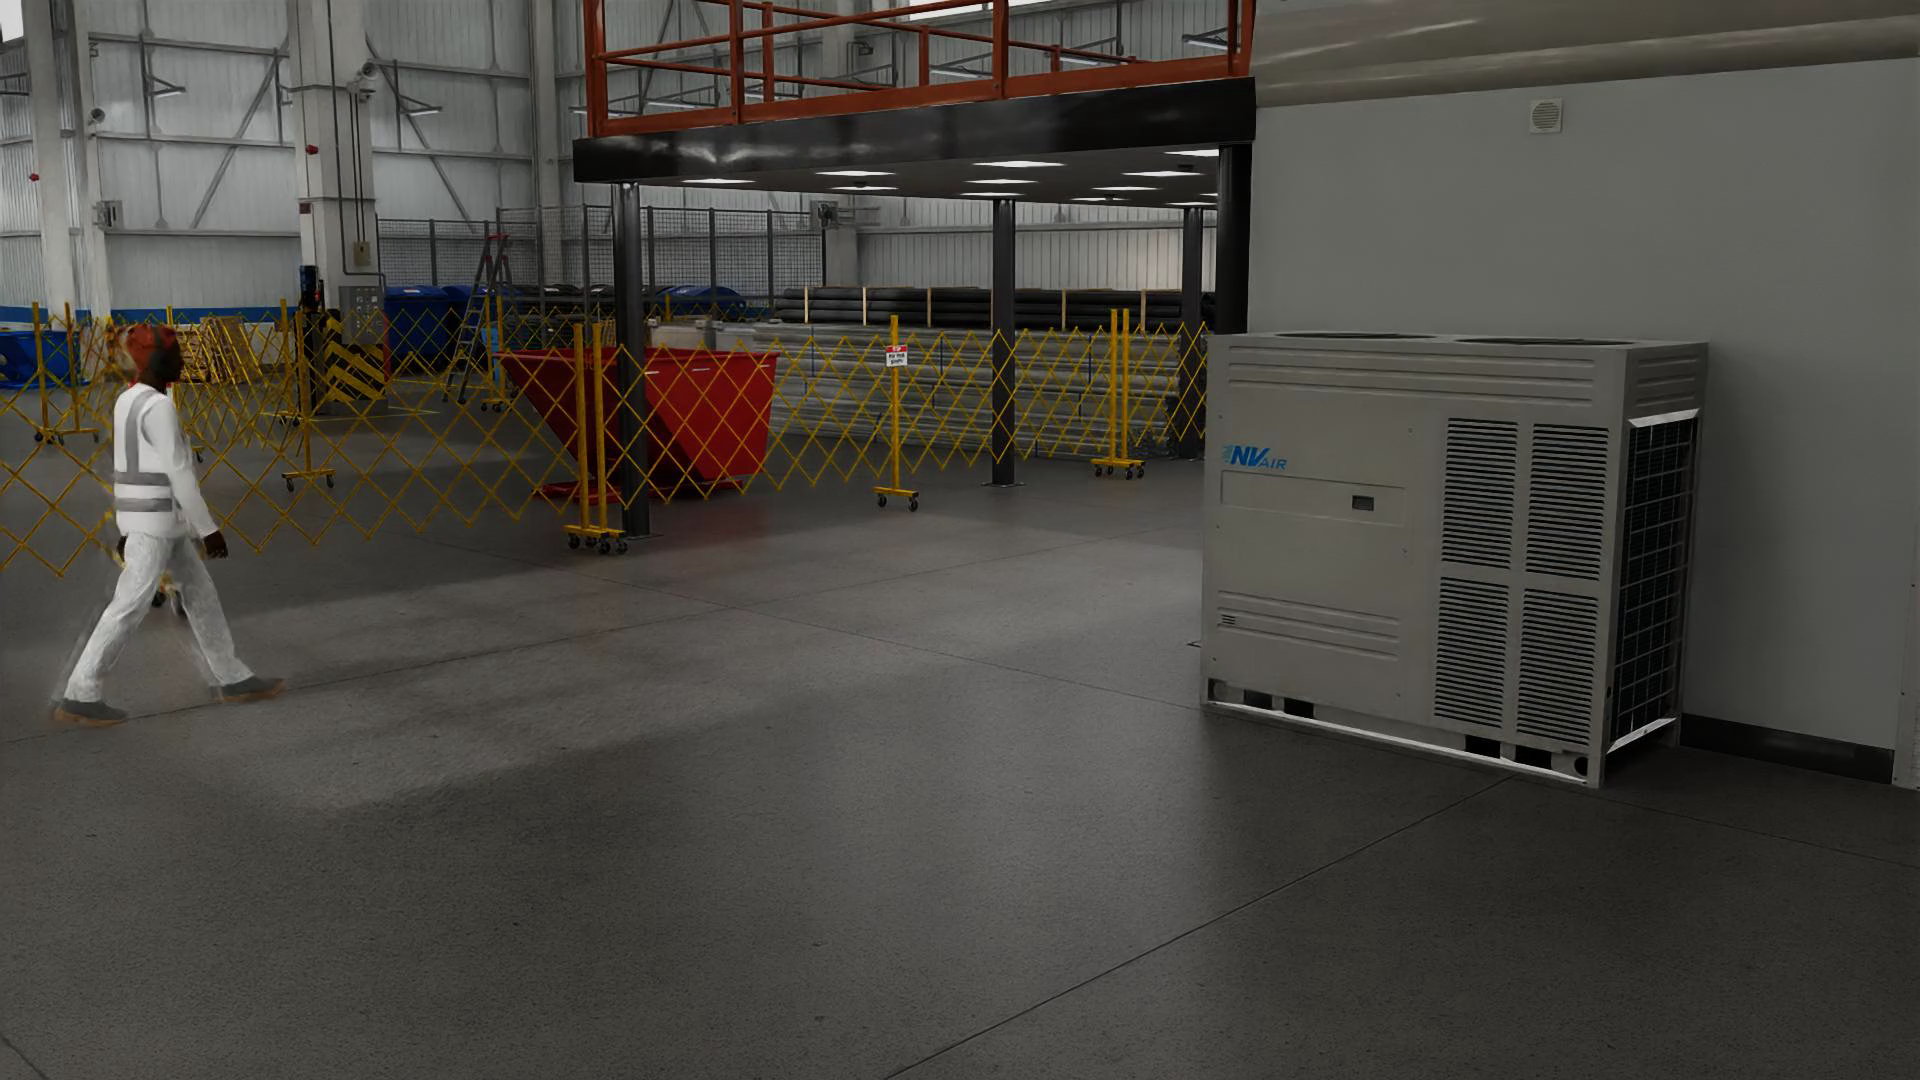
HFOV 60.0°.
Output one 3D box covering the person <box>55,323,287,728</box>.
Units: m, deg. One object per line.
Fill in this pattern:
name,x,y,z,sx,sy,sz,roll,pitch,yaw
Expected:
person,-3.705,-0.073,7.634,1.005,1.836,0.581,-6,11,-34
